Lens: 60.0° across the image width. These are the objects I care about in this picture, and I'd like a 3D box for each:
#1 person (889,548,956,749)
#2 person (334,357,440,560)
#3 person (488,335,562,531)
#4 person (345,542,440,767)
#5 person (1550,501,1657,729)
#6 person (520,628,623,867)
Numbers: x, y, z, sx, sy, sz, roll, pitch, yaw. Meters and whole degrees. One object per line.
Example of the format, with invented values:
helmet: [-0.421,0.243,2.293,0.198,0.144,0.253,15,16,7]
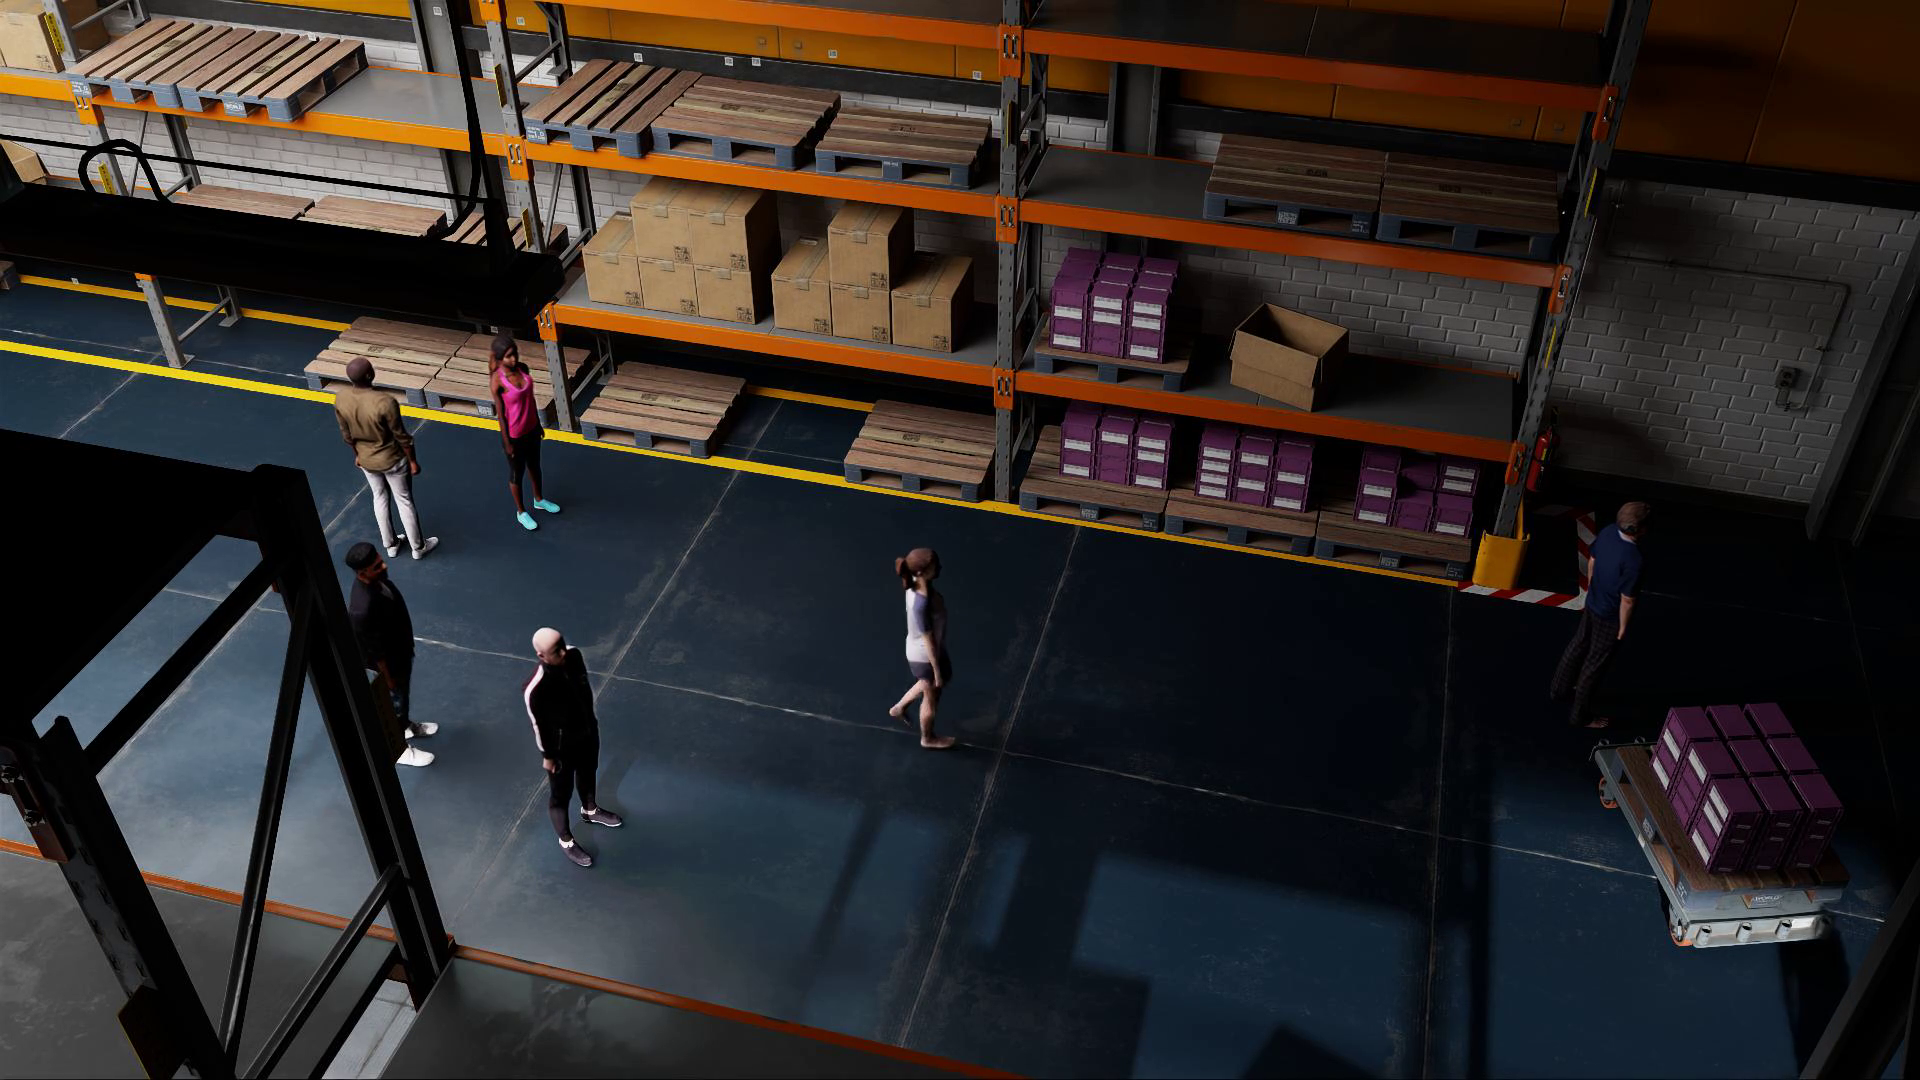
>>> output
person: [-0.310,0.760,11.243,0.765,1.755,0.675,-2,39,-3]
person: [-4.479,-0.627,12.923,0.515,1.825,0.782,8,39,10]
person: [-3.532,-0.888,13.332,0.645,1.723,0.621,23,44,26]
person: [-3.875,0.741,11.221,0.744,1.811,0.778,-5,39,-6]
person: [4.467,0.486,11.493,0.702,1.871,0.735,-7,39,-8]
person: [-2.503,1.256,10.555,0.616,1.837,0.697,15,41,18]
